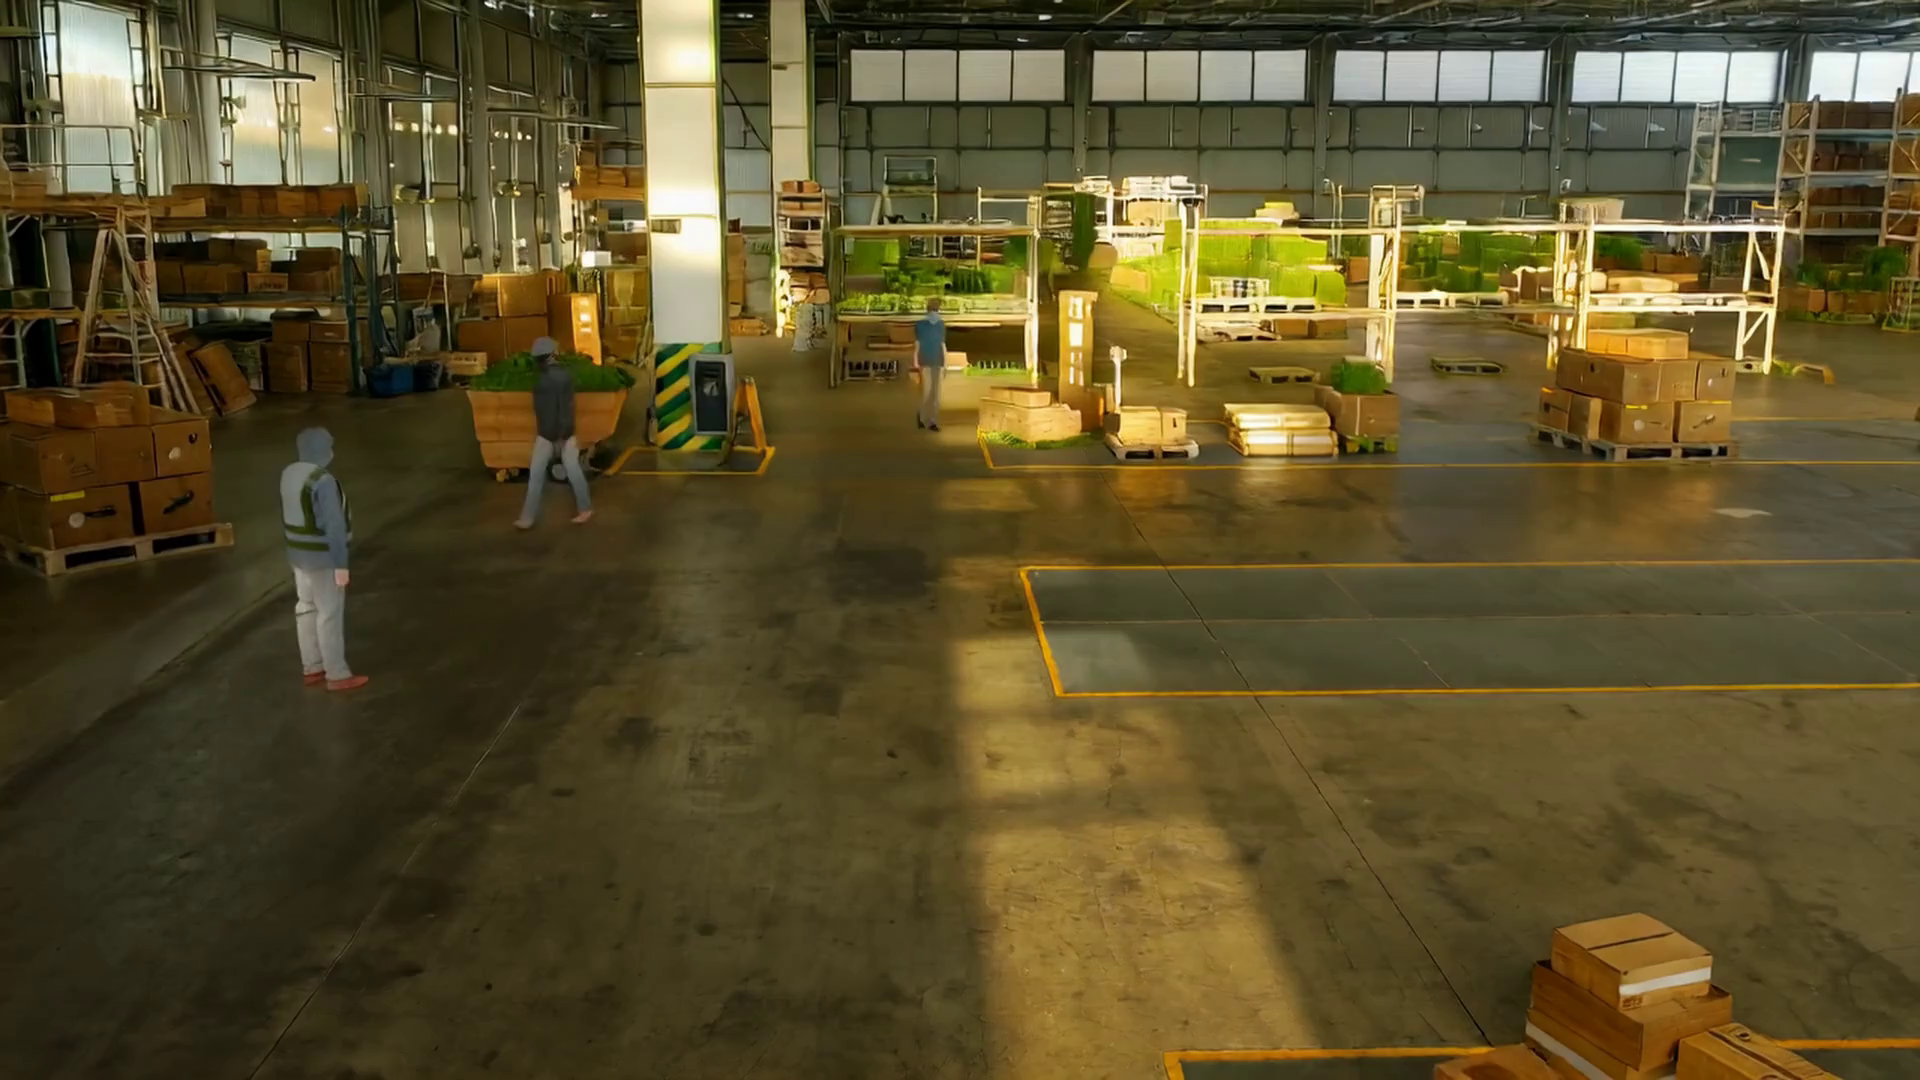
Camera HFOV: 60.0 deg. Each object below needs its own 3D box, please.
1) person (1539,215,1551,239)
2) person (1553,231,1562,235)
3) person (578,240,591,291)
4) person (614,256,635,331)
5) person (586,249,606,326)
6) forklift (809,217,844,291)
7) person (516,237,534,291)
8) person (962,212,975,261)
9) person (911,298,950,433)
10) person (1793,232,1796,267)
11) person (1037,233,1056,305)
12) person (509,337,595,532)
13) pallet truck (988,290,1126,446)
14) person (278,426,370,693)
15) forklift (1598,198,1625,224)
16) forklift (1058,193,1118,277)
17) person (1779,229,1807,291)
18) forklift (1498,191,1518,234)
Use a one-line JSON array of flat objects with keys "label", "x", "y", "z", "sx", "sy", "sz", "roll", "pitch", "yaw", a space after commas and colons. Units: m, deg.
[{"label": "person", "x": 22.900, "y": -11.713, "z": 64.848, "sx": 0.968, "sy": 1.888, "sz": 0.621, "roll": 2, "pitch": 13, "yaw": 9}, {"label": "person", "x": 17.944, "y": -8.472, "z": 50.047, "sx": 0.607, "sy": 1.964, "sz": 0.687, "roll": 4, "pitch": 13, "yaw": 17}, {"label": "person", "x": -9.229, "y": -6.460, "z": 41.159, "sx": 0.572, "sy": 1.883, "sz": 0.353, "roll": 1, "pitch": 13, "yaw": 4}, {"label": "person", "x": -7.466, "y": -5.484, "z": 37.141, "sx": 0.490, "sy": 1.718, "sz": 0.753, "roll": -11, "pitch": 17, "yaw": -41}, {"label": "person", "x": -8.284, "y": -5.710, "z": 37.899, "sx": 0.519, "sy": 1.824, "sz": 0.714, "roll": -8, "pitch": 15, "yaw": -32}, {"label": "forklift", "x": -4.375, "y": -8.619, "z": 48.637, "sx": 1.873, "sy": 2.768, "sz": 1.129, "roll": 0, "pitch": 12, "yaw": -2}, {"label": "person", "x": -13.183, "y": -8.373, "z": 50.437, "sx": 0.527, "sy": 1.592, "sz": 0.849, "roll": -2, "pitch": 13, "yaw": -9}, {"label": "person", "x": 0.363, "y": -12.246, "z": 67.160, "sx": 0.551, "sy": 1.934, "sz": 0.373, "roll": 4, "pitch": 13, "yaw": 19}, {"label": "person", "x": -0.394, "y": -2.391, "z": 22.842, "sx": 0.556, "sy": 1.856, "sz": 0.405, "roll": -6, "pitch": 14, "yaw": -26}, {"label": "person", "x": 30.759, "y": -10.743, "z": 61.098, "sx": 0.662, "sy": 1.616, "sz": 0.517, "roll": -11, "pitch": 16, "yaw": -40}, {"label": "person", "x": 2.254, "y": -7.324, "z": 44.956, "sx": 0.653, "sy": 1.926, "sz": 0.432, "roll": -5, "pitch": 13, "yaw": -20}, {"label": "person", "x": -4.079, "y": -1.057, "z": 16.645, "sx": 0.610, "sy": 1.943, "sz": 1.016, "roll": 7, "pitch": 14, "yaw": 29}, {"label": "pallet truck", "x": 1.257, "y": -2.299, "z": 22.111, "sx": 1.885, "sy": 1.965, "sz": 0.823, "roll": -9, "pitch": 15, "yaw": -35}, {"label": "person", "x": -4.413, "y": 0.130, "z": 11.500, "sx": 0.624, "sy": 1.844, "sz": 0.430, "roll": 10, "pitch": 16, "yaw": 39}, {"label": "forklift", "x": 18.268, "y": -8.220, "z": 46.833, "sx": 1.873, "sy": 2.768, "sz": 1.129, "roll": 0, "pitch": 12, "yaw": -2}, {"label": "forklift", "x": 4.400, "y": -10.441, "z": 56.861, "sx": 1.873, "sy": 2.768, "sz": 1.129, "roll": -2, "pitch": 13, "yaw": -8}, {"label": "person", "x": 25.336, "y": -8.504, "z": 50.472, "sx": 0.638, "sy": 1.851, "sz": 1.054, "roll": -1, "pitch": 13, "yaw": -6}, {"label": "forklift", "x": 20.689, "y": -11.779, "z": 62.903, "sx": 1.873, "sy": 2.768, "sz": 1.129, "roll": 0, "pitch": 12, "yaw": -2}]
